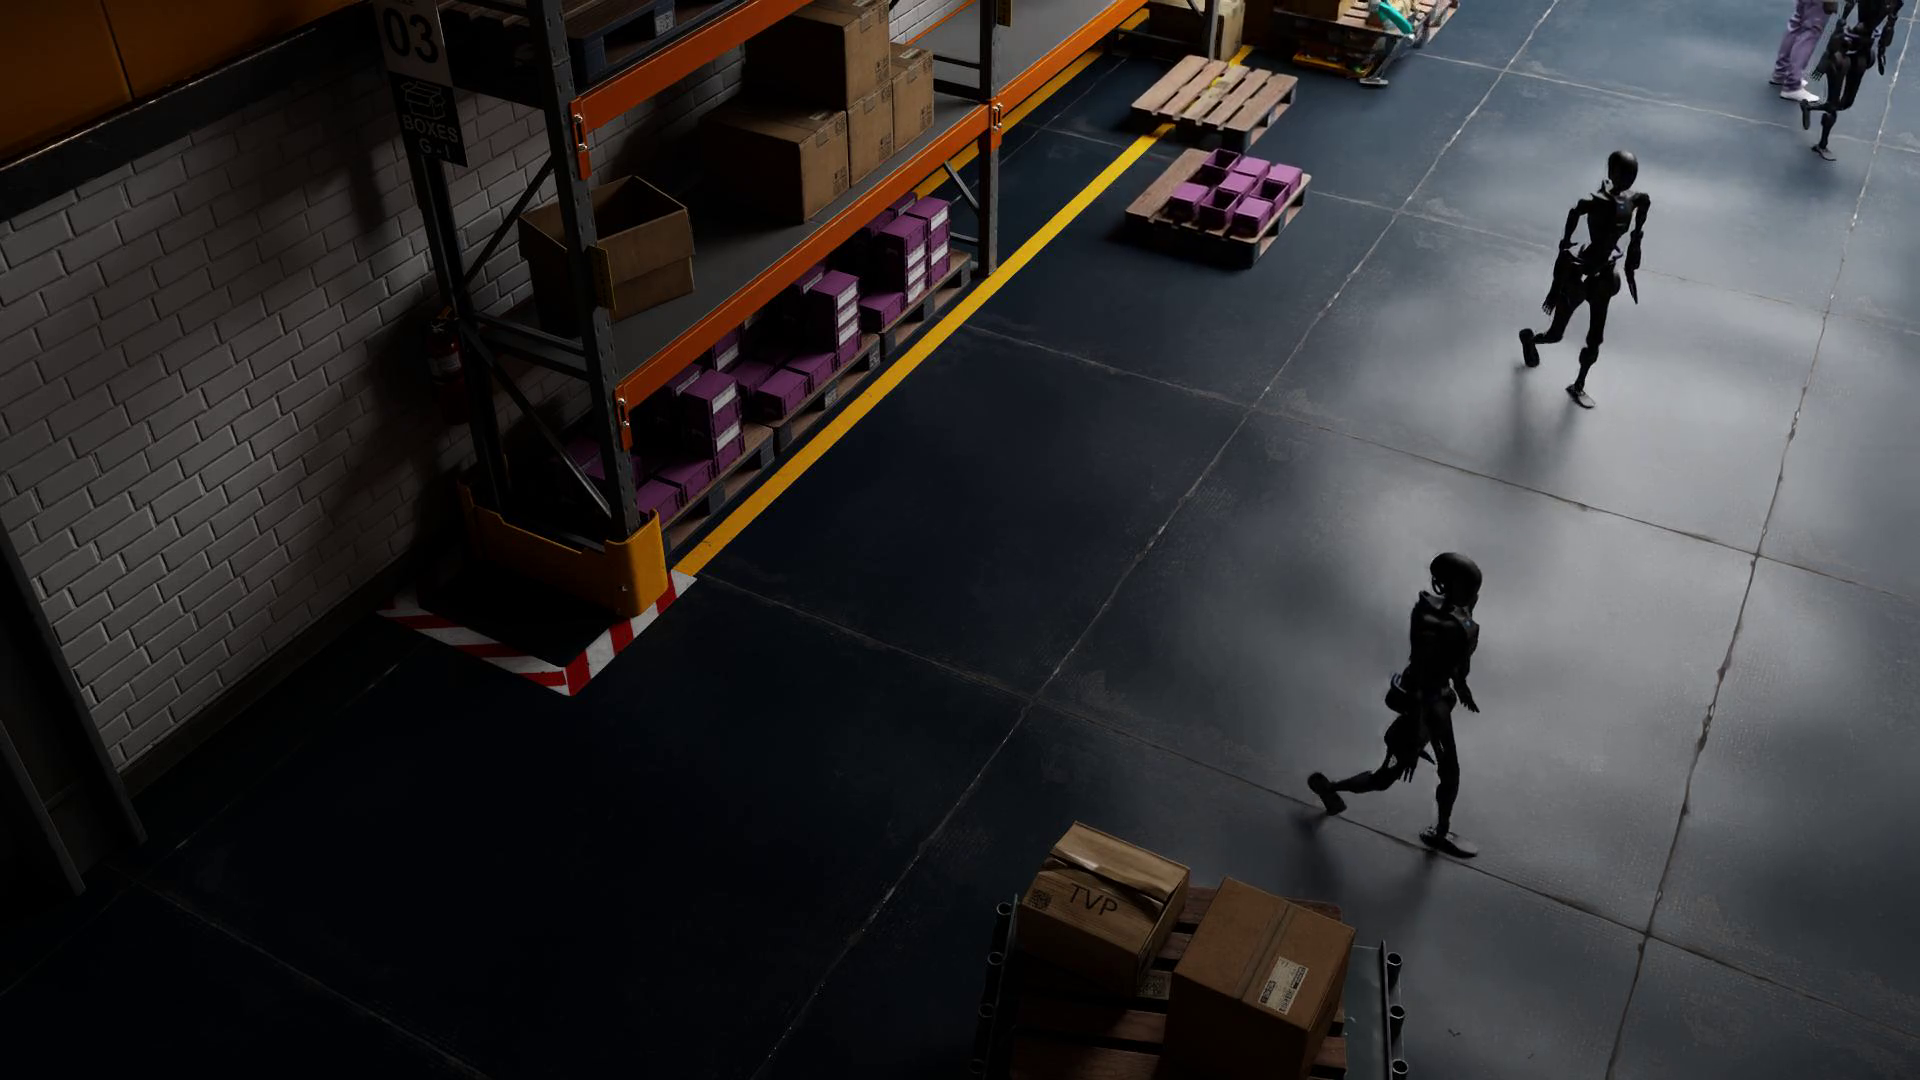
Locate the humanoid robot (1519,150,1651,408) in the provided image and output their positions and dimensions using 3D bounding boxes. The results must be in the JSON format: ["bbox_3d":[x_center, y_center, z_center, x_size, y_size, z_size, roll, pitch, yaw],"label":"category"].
[{"bbox_3d":[3.841,-1.655,10.180,0.599,1.637,0.677,-9,40,-11],"label":"humanoid robot"}]

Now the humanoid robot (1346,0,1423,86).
[{"bbox_3d":[3.610,-4.603,13.799,0.677,1.792,0.562,3,39,4],"label":"humanoid robot"}]

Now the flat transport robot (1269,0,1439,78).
[{"bbox_3d":[3.523,-4.510,14.857,0.659,0.231,1.431,19,42,22],"label":"flat transport robot"}]

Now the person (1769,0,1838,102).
[{"bbox_3d":[7.082,-4.555,13.609,0.405,1.906,0.644,7,39,9],"label":"person"}]

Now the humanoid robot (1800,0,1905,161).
[{"bbox_3d":[6.866,-3.821,12.874,0.613,1.633,0.567,-11,40,-13],"label":"humanoid robot"}]

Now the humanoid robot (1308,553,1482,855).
[{"bbox_3d":[2.006,0.696,7.260,0.777,1.630,0.589,25,45,28],"label":"humanoid robot"}]
